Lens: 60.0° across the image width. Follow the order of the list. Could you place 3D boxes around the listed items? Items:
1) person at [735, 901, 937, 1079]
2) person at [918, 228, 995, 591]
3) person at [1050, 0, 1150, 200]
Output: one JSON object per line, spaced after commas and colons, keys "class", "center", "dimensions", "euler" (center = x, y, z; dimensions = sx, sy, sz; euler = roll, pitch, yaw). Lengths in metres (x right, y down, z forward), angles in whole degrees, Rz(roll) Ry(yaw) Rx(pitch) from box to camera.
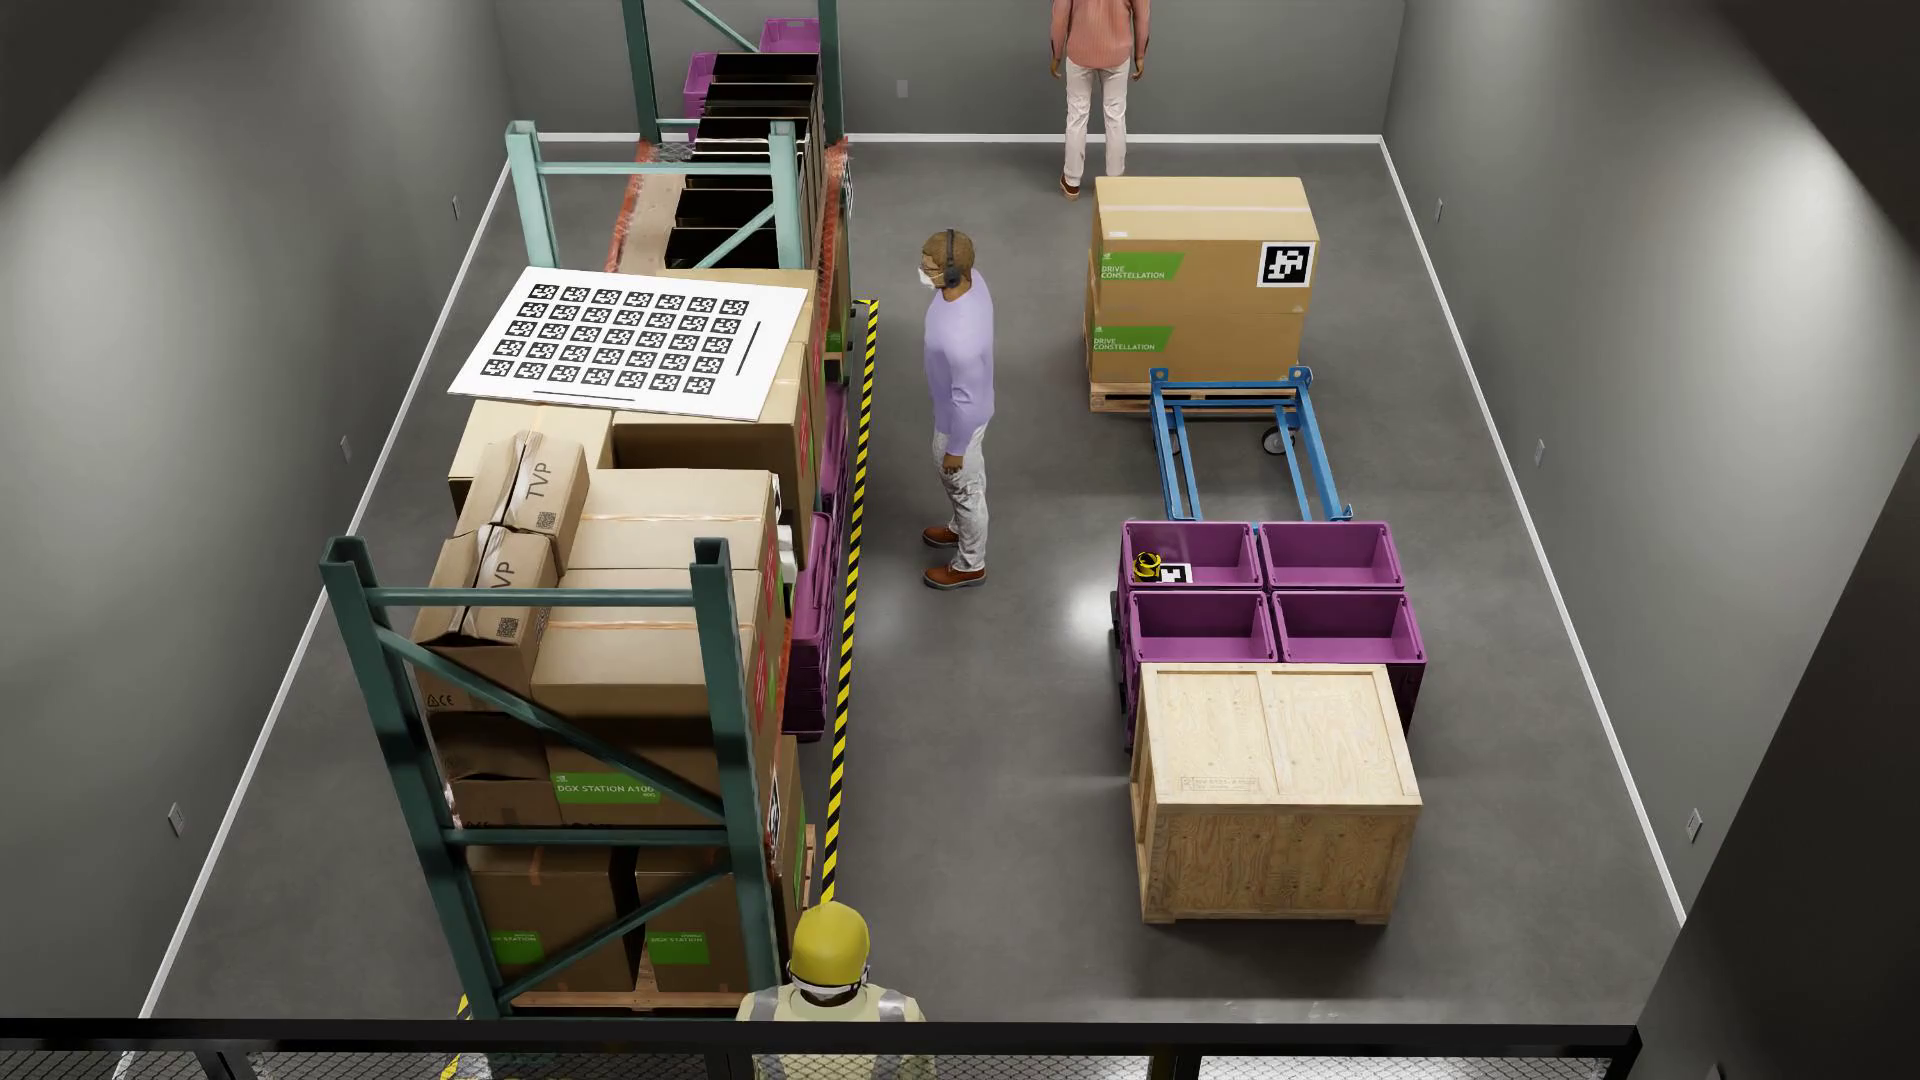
{"class": "person", "center": [-0.372, 1.743, 5.205], "dimensions": [0.602, 1.830, 0.404], "euler": [0, 41, 0]}
{"class": "person", "center": [-0.015, -0.600, 7.799], "dimensions": [0.355, 1.936, 0.637], "euler": [0, 41, 0]}
{"class": "person", "center": [0.885, -3.127, 10.637], "dimensions": [0.625, 1.992, 0.389], "euler": [0, 41, 0]}
